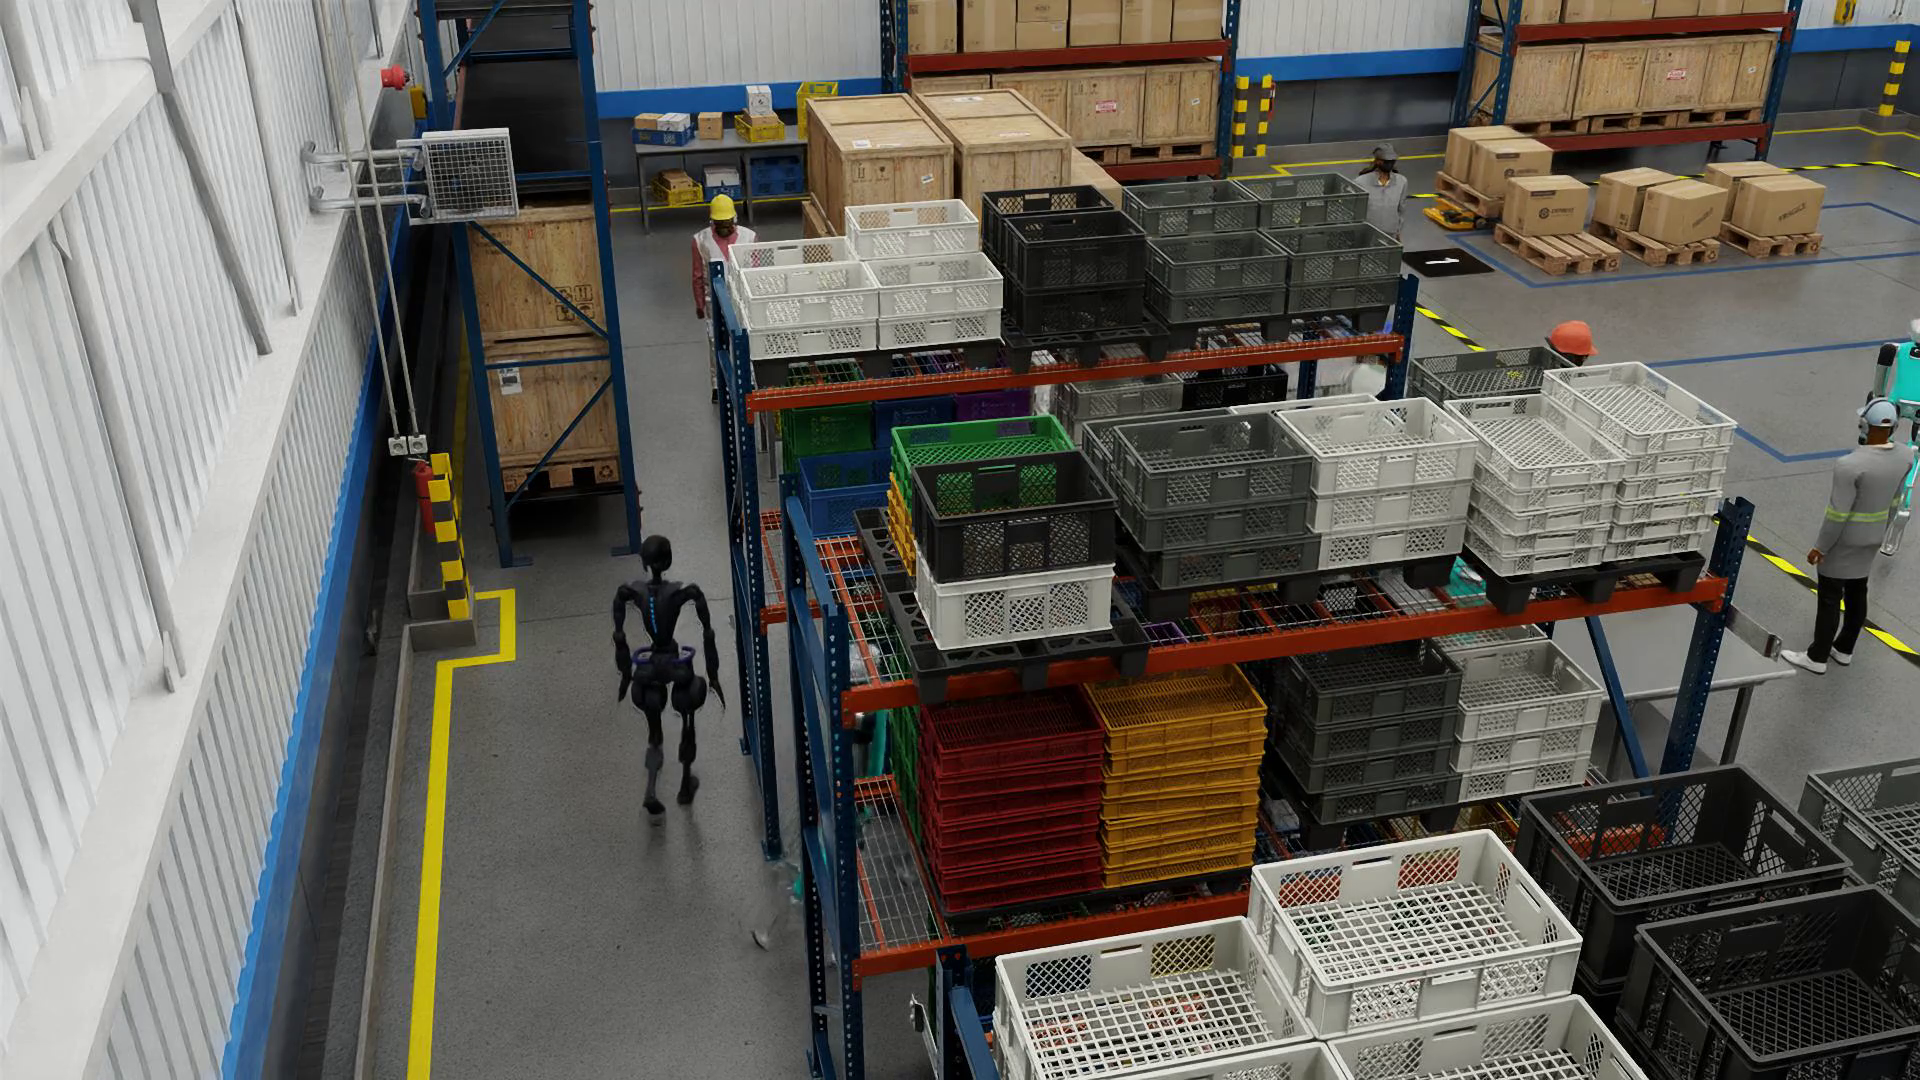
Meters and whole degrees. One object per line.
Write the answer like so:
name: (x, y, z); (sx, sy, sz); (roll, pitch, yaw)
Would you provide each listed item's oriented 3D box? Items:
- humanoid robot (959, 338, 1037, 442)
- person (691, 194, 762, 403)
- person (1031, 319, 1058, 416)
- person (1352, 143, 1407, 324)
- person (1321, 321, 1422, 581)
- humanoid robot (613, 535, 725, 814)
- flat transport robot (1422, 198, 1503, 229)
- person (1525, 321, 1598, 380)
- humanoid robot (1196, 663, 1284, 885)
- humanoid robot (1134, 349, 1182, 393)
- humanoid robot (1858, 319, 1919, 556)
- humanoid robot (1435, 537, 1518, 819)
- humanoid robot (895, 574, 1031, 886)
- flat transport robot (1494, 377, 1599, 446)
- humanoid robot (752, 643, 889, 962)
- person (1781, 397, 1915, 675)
humanoid robot: (0.300, -0.504, 11.321); (0.534, 1.692, 0.737); (-4, 28, -8)
person: (-1.989, -2.072, 14.299); (0.598, 1.831, 0.404); (-7, 29, -13)
person: (0.574, -1.264, 12.712); (0.349, 1.882, 0.582); (3, 28, 6)
person: (3.987, -2.949, 16.030); (0.572, 1.769, 0.398); (-4, 28, -7)
person: (2.873, -0.593, 11.439); (1.012, 1.890, 0.614); (-15, 31, -27)
humanoid robot: (-1.602, 0.776, 9.073); (0.611, 1.624, 0.534); (1, 28, 3)
flat transport robot: (6.178, -3.839, 19.300); (1.431, 0.197, 0.652); (-6, 28, -12)
person: (3.910, -0.504, 11.117); (0.391, 2.036, 0.600); (-1, 28, -2)
humanoid robot: (1.402, 1.236, 8.256); (0.793, 1.628, 0.615); (-6, 28, -12)
humanoid robot: (1.384, -0.601, 11.675); (0.589, 1.637, 0.364); (24, 36, 37)
humanoid robot: (6.532, -0.649, 11.555); (0.533, 1.681, 0.735); (14, 31, 24)
humanoid robot: (2.944, 0.698, 9.194); (0.799, 1.802, 0.531); (-22, 35, -35)
humanoid robot: (-0.044, 1.050, 8.561); (0.833, 1.864, 0.554); (-7, 29, -13)
flat transport robot: (4.780, -1.036, 14.013); (0.659, 0.231, 1.431); (-6, 28, -12)
humanoid robot: (-0.726, 1.351, 7.998); (0.818, 1.867, 0.568); (0, 28, -1)
person: (5.555, -0.028, 10.404); (0.591, 1.849, 0.397); (-11, 30, -19)
